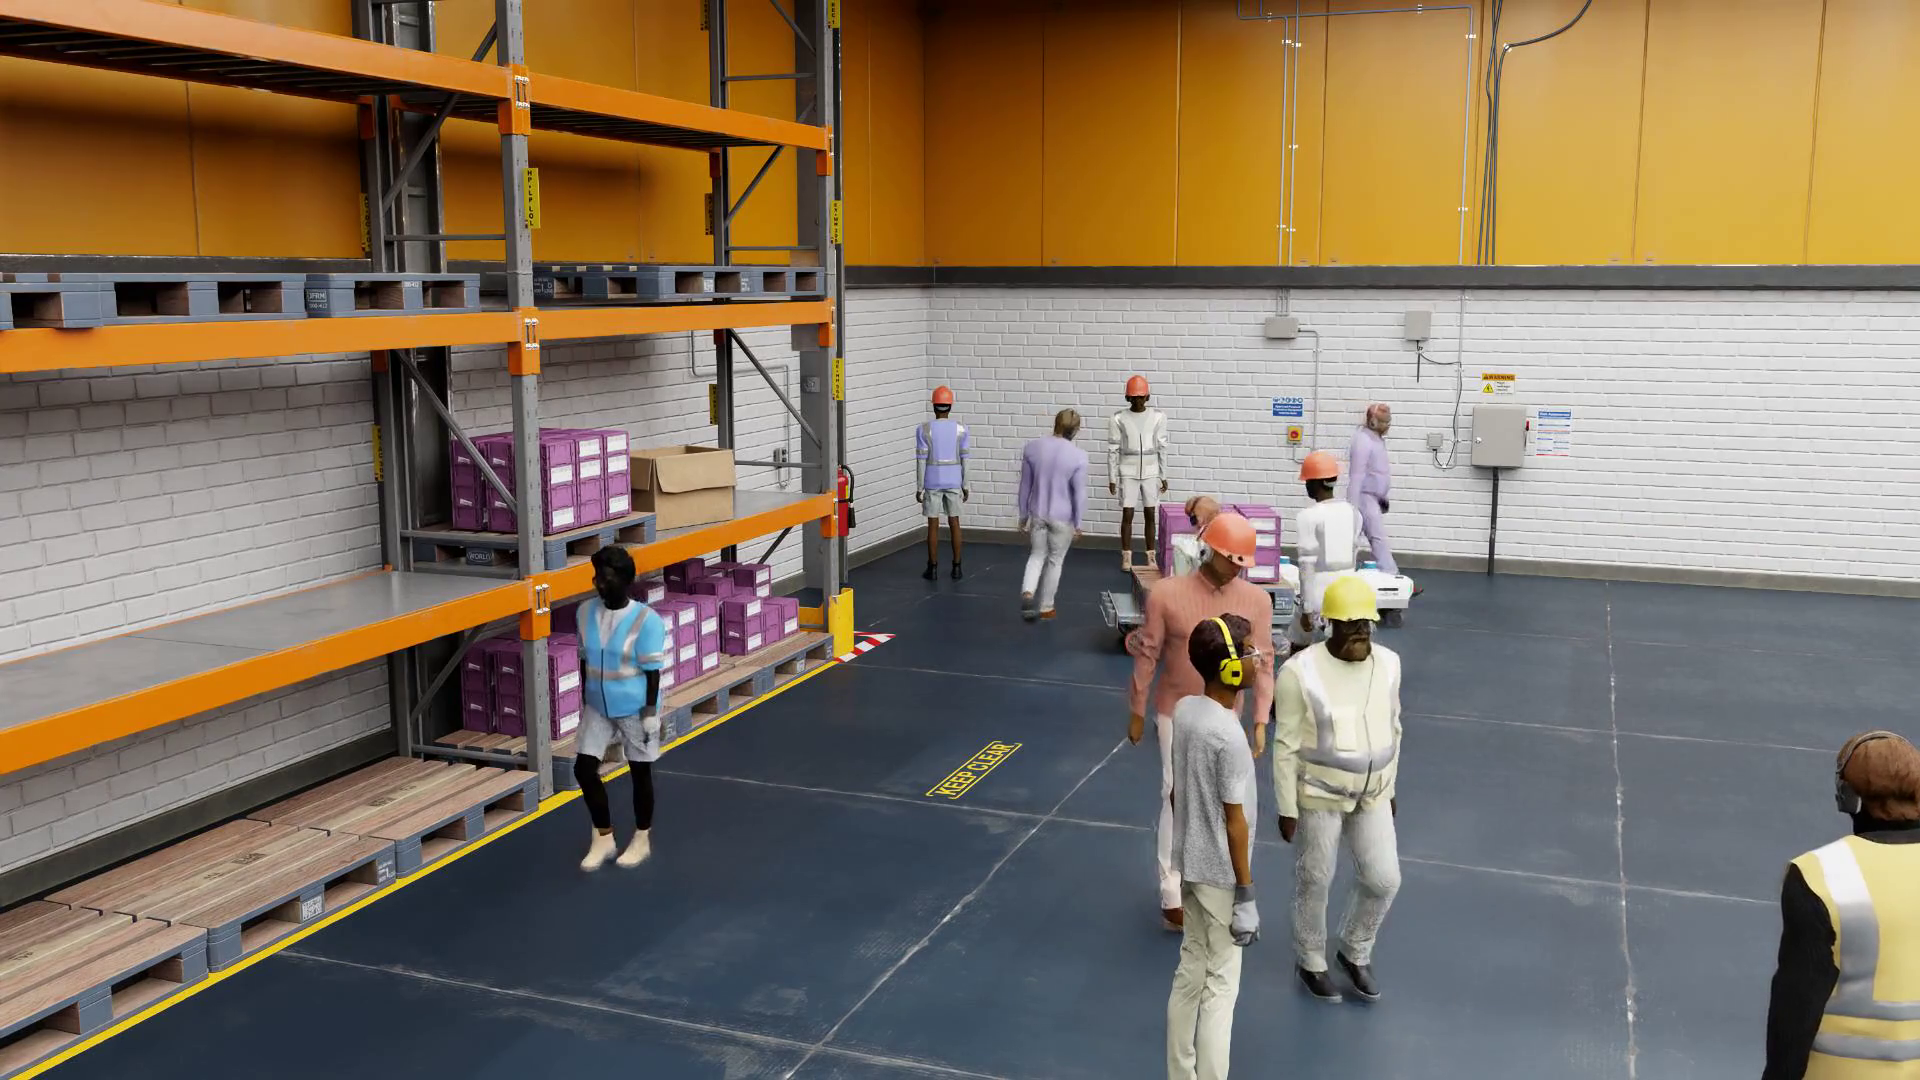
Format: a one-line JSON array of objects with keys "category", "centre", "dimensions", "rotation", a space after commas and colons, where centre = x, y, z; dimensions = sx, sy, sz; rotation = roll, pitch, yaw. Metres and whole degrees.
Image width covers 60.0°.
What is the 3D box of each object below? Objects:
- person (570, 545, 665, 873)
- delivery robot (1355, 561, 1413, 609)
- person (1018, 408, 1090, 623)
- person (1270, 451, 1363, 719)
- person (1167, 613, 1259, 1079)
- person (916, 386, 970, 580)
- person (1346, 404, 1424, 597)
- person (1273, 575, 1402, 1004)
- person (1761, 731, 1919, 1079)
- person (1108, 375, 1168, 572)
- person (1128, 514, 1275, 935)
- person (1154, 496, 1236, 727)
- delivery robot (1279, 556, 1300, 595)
[{"category": "person", "centre": [-1.751, 0.865, 8.381], "dimensions": [0.557, 1.676, 0.526], "rotation": [4, 10, 22]}, {"category": "delivery robot", "centre": [3.543, 0.427, 14.394], "dimensions": [0.707, 0.478, 0.477], "rotation": [0, 9, 0]}, {"category": "person", "centre": [0.790, -0.186, 14.295], "dimensions": [0.662, 1.902, 0.640], "rotation": [5, 10, 27]}, {"category": "person", "centre": [2.407, 0.352, 11.014], "dimensions": [0.580, 1.878, 1.016], "rotation": [-5, 10, -27]}, {"category": "person", "centre": [0.909, 1.178, 5.840], "dimensions": [0.328, 1.876, 0.514], "rotation": [-3, 10, -18]}, {"category": "person", "centre": [-0.179, -0.564, 16.581], "dimensions": [0.551, 1.936, 0.356], "rotation": [-2, 9, -12]}, {"category": "person", "centre": [3.856, -0.362, 15.618], "dimensions": [1.008, 1.840, 0.764], "rotation": [3, 10, 20]}, {"category": "person", "centre": [1.576, 1.040, 6.861], "dimensions": [0.617, 1.819, 0.490], "rotation": [-3, 10, -18]}, {"category": "person", "centre": [2.432, 1.415, 4.476], "dimensions": [0.619, 1.839, 0.430], "rotation": [-1, 9, -8]}, {"category": "person", "centre": [1.814, -0.665, 16.957], "dimensions": [0.612, 2.028, 0.409], "rotation": [-1, 9, -4]}, {"category": "person", "centre": [1.152, 0.845, 7.732], "dimensions": [0.645, 1.937, 0.823], "rotation": [-2, 9, -10]}, {"category": "person", "centre": [1.539, 0.510, 10.840], "dimensions": [0.533, 1.603, 0.747], "rotation": [-4, 10, -23]}, {"category": "delivery robot", "centre": [2.849, 0.386, 14.651], "dimensions": [0.707, 0.478, 0.477], "rotation": [5, 10, 28]}]
